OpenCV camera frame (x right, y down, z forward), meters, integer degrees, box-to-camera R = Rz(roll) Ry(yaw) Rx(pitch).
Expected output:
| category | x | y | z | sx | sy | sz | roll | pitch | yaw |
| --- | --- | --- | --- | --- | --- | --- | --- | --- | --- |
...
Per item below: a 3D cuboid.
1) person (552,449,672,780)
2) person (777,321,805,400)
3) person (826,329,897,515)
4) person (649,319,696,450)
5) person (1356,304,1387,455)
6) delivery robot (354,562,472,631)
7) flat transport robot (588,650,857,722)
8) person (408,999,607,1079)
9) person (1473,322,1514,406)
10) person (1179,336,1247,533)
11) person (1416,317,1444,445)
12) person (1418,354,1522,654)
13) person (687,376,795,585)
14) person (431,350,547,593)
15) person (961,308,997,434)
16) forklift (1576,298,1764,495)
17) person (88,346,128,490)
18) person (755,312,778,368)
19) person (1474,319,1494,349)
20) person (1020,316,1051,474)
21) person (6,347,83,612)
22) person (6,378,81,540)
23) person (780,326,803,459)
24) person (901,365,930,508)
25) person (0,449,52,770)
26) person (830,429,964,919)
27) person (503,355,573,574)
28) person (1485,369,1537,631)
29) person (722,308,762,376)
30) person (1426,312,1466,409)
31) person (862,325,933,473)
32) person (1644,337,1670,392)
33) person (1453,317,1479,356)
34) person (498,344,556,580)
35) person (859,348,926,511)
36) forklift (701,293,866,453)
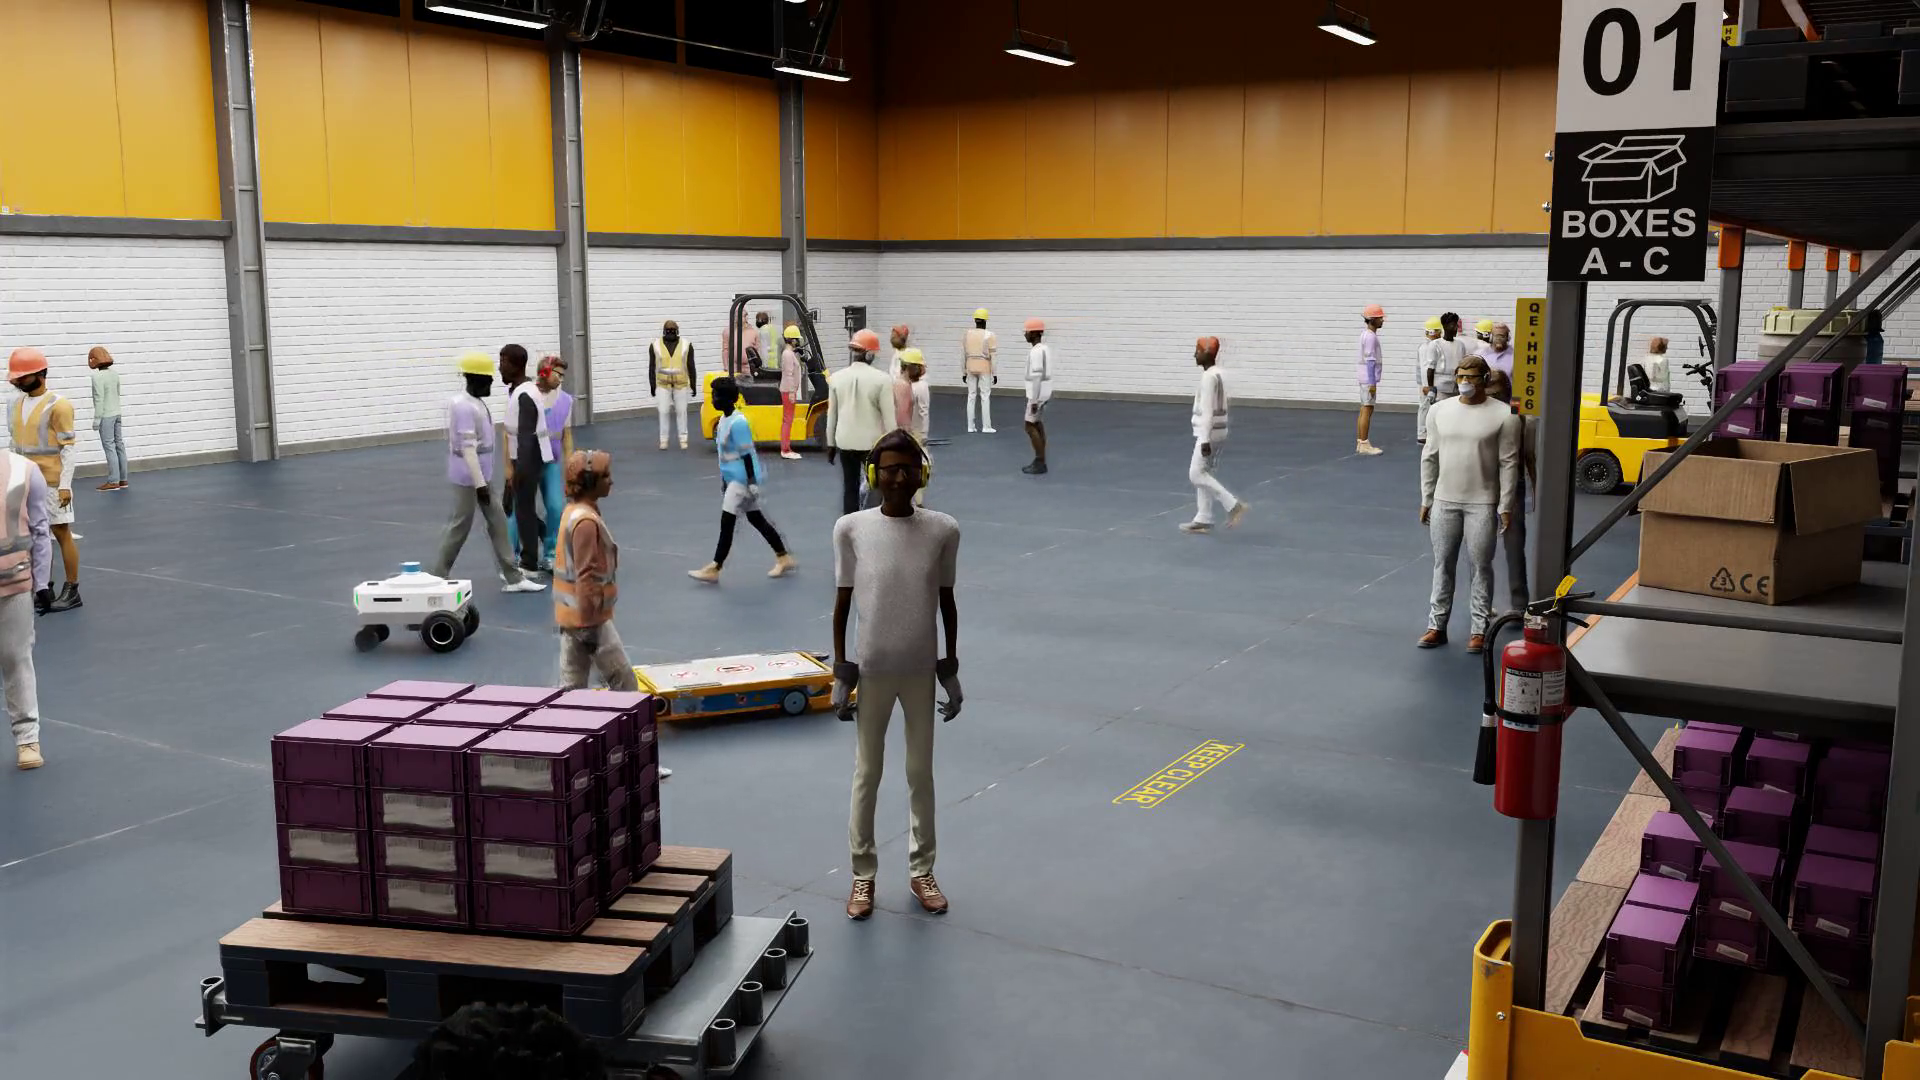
| category | x | y | z | sx | sy | sz | roll | pitch | yaw |
| --- | --- | --- | --- | --- | --- | --- | --- | --- | --- |
| person | -1.667 | 0.375 | 7.967 | 0.644 | 1.616 | 0.541 | -3 | 10 | -19 |
| person | -2.953 | -3.016 | 29.114 | 0.497 | 1.633 | 0.288 | 0 | 9 | -1 |
| person | -0.882 | -0.848 | 14.505 | 0.666 | 1.974 | 0.678 | 2 | 9 | 15 |
| person | -4.009 | -2.161 | 23.194 | 0.648 | 1.826 | 0.432 | -2 | 9 | -11 |
| person | 5.581 | -2.174 | 22.570 | 0.370 | 2.048 | 0.608 | 1 | 9 | 7 |
| delivery robot | -3.593 | 0.388 | 10.931 | 0.707 | 0.478 | 0.477 | -1 | 9 | -4 |
| flat transport robot | -1.337 | 0.827 | 9.363 | 1.431 | 0.197 | 0.652 | -4 | 10 | -24 |
| person | -0.439 | 1.344 | 1.870 | 0.850 | 1.671 | 0.541 | 7 | 12 | 38 |
| person | 6.148 | -1.532 | 19.024 | 0.657 | 1.906 | 0.401 | 3 | 10 | 20 |
| person | 2.380 | -0.977 | 15.645 | 0.545 | 1.872 | 0.603 | 2 | 9 | 15 |
| person | 6.742 | -2.267 | 23.824 | 0.404 | 1.829 | 0.602 | 5 | 10 | 27 |
| person | 3.291 | -0.235 | 10.804 | 0.627 | 1.940 | 0.372 | 6 | 11 | 33 |
| person | -1.714 | -0.476 | 13.213 | 0.891 | 1.644 | 0.569 | -3 | 10 | -17 |
| person | -3.666 | -0.494 | 12.627 | 0.874 | 1.888 | 0.602 | 0 | 9 | 0 |
| person | 0.308 | -2.599 | 25.596 | 0.594 | 1.924 | 0.381 | 4 | 10 | 24 |
| forklift | 7.954 | -1.589 | 18.462 | 2.313 | 2.155 | 1.214 | 5 | 11 | 30 |
| person | -9.692 | -1.379 | 18.895 | 0.279 | 1.633 | 0.497 | 0 | 9 | 0 |
| person | -3.416 | -2.953 | 28.210 | 0.903 | 1.802 | 0.650 | 1 | 9 | 9 |
| person | 7.220 | -2.132 | 22.973 | 0.404 | 1.833 | 0.590 | -1 | 9 | -7 |
| person | 0.926 | -1.776 | 20.442 | 0.375 | 1.935 | 0.561 | 2 | 9 | 14 |
| person | -6.678 | -0.435 | 12.088 | 0.543 | 1.928 | 0.371 | 4 | 10 | 22 |
| person | -8.449 | -0.827 | 15.212 | 0.592 | 1.697 | 0.554 | -1 | 9 | -8 |
| person | -2.234 | -1.959 | 22.102 | 0.326 | 1.767 | 0.533 | -1 | 9 | -7 |
| person | -0.517 | -1.095 | 17.150 | 0.369 | 1.628 | 0.516 | -4 | 10 | -22 |
| person | -4.805 | 0.235 | 8.174 | 0.619 | 1.845 | 0.430 | -4 | 10 | -24 |
| person | -0.240 | 0.509 | 6.362 | 0.513 | 1.876 | 0.328 | -2 | 9 | -11 |
| person | -3.421 | -0.596 | 13.488 | 0.609 | 1.805 | 0.482 | -7 | 12 | -39 |
| person | 3.796 | -0.297 | 11.678 | 0.579 | 1.795 | 0.791 | 2 | 9 | 10 |
| person | -3.544 | -2.824 | 27.074 | 0.642 | 1.905 | 0.399 | -1 | 9 | -9 |
| person | 6.249 | -1.941 | 21.368 | 0.606 | 1.966 | 0.367 | -4 | 10 | -26 |
| person | -0.742 | -1.684 | 20.181 | 1.008 | 1.825 | 0.611 | -4 | 10 | -26 |
| person | 9.401 | -1.963 | 22.639 | 0.814 | 1.604 | 0.508 | 0 | 9 | -1 |
| person | 6.654 | -2.058 | 22.354 | 0.687 | 1.882 | 0.443 | -4 | 10 | -23 |
| person | -3.465 | -0.624 | 13.351 | 0.472 | 1.902 | 0.595 | -4 | 10 | -23 |
| person | -0.722 | -1.081 | 16.767 | 0.780 | 1.718 | 0.537 | 1 | 9 | 6 |
| forklift | -2.458 | -2.344 | 23.176 | 2.313 | 2.155 | 1.214 | 0 | 9 | -2 |
